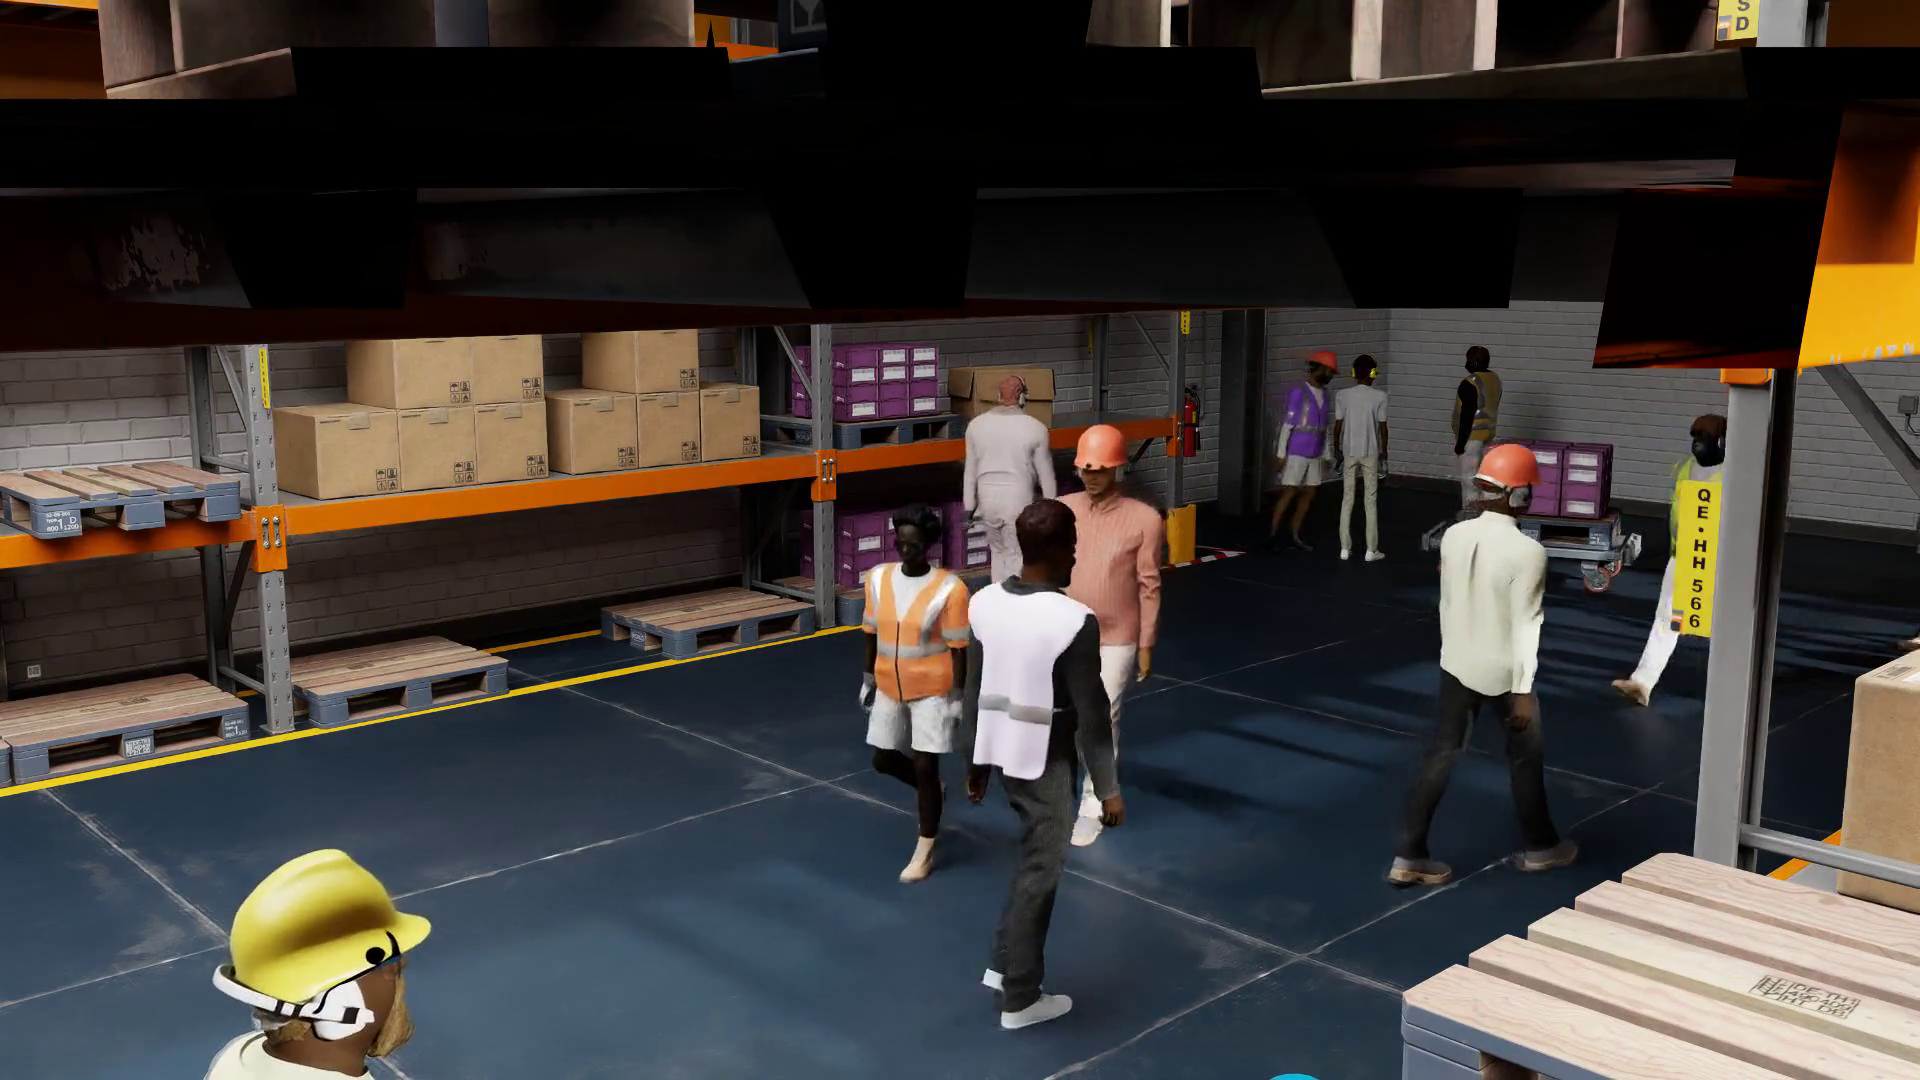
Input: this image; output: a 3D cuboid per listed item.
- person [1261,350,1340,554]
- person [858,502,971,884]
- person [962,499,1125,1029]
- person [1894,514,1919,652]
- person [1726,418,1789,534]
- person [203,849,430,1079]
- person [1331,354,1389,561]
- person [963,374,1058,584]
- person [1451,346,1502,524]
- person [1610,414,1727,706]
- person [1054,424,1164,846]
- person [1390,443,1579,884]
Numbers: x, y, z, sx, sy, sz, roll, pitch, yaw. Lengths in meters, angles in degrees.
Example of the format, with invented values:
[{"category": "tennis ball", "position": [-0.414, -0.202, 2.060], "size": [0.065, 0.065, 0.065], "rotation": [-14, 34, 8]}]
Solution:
[{"category": "person", "position": [3.163, -0.806, 15.318], "size": [0.693, 1.885, 0.448], "rotation": [-7, 12, -37]}, {"category": "person", "position": [-0.159, 0.644, 7.400], "size": [0.542, 1.680, 0.520], "rotation": [5, 11, 29]}, {"category": "person", "position": [0.295, 0.798, 5.869], "size": [0.464, 1.900, 0.602], "rotation": [-7, 12, -35]}, {"category": "person", "position": [6.901, -0.203, 11.416], "size": [0.702, 2.017, 0.605], "rotation": [-1, 10, -6]}, {"category": "person", "position": [5.648, -0.252, 11.941], "size": [0.589, 1.925, 0.564], "rotation": [-6, 11, -32]}, {"category": "person", "position": [-0.954, 1.381, 2.652], "size": [0.404, 1.837, 0.588], "rotation": [-9, 13, -42]}, {"category": "person", "position": [3.610, -0.740, 14.993], "size": [0.521, 1.865, 0.336], "rotation": [6, 11, 29]}, {"category": "person", "position": [0.406, -0.260, 12.097], "size": [0.683, 1.882, 0.708], "rotation": [5, 11, 26]}, {"category": "person", "position": [5.179, -1.035, 16.778], "size": [0.633, 1.842, 0.429], "rotation": [-10, 14, -44]}, {"category": "person", "position": [4.433, 0.145, 10.014], "size": [0.972, 1.788, 0.653], "rotation": [-5, 11, -26]}, {"category": "person", "position": [0.670, 0.422, 7.866], "size": [0.627, 1.972, 0.613], "rotation": [5, 11, 26]}, {"category": "person", "position": [2.307, 0.544, 7.256], "size": [1.010, 1.945, 0.631], "rotation": [-5, 11, -28]}]
